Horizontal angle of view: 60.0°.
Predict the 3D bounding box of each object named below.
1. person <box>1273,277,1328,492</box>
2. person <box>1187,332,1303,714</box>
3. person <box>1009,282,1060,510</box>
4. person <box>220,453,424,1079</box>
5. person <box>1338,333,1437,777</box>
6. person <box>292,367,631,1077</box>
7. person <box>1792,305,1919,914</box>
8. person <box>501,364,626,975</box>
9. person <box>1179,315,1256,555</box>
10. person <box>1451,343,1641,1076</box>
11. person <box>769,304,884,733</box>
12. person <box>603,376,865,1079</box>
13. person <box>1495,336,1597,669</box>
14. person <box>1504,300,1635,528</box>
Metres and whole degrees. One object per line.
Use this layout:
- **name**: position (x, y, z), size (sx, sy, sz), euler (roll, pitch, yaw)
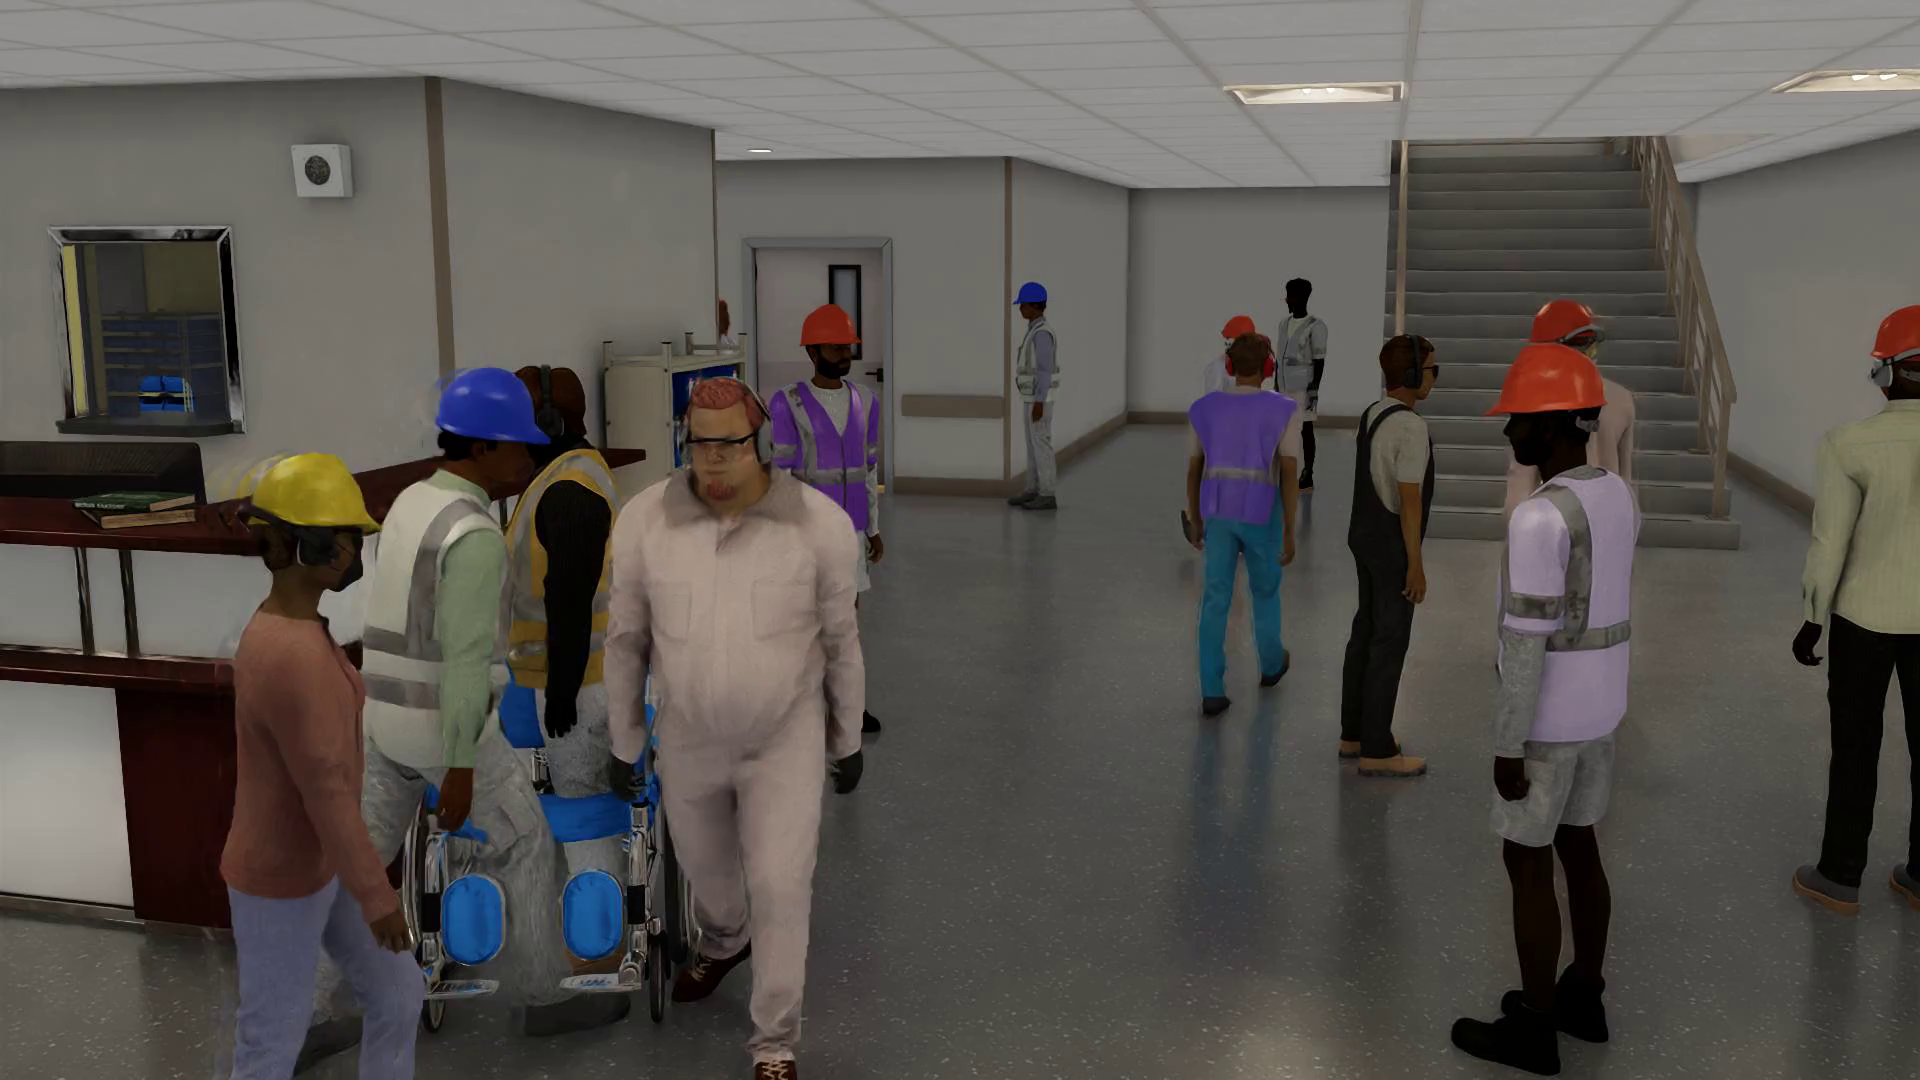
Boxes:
- **person**: position (3.107, -1.432, 15.361), size (0.368, 1.966, 0.603), euler (-6, 11, -32)
- **person**: position (1.368, -0.100, 8.034), size (0.583, 1.788, 0.977), euler (5, 11, 25)
- **person**: position (0.648, -1.225, 14.220), size (0.406, 1.944, 0.618), euler (-1, 10, -5)
- **person**: position (-1.275, 0.693, 3.511), size (0.677, 1.745, 0.520), euler (-1, 10, -8)
- **person**: position (1.800, 0.064, 6.939), size (0.342, 1.838, 0.506), euler (-1, 10, -8)
- **person**: position (-1.411, 0.486, 4.411), size (0.923, 1.876, 0.638), euler (-9, 13, -41)
- **person**: position (3.052, 0.239, 5.436), size (0.610, 1.996, 0.378), euler (1, 10, 3)
- **person**: position (-1.203, 0.387, 5.056), size (0.430, 1.838, 0.623), euler (-3, 10, -16)
- **person**: position (1.915, -0.755, 12.020), size (0.524, 1.735, 0.565), euler (8, 13, 40)
- **person**: position (1.551, 0.447, 4.418), size (0.550, 1.928, 0.389), euler (-9, 13, -44)
- **person**: position (-0.581, -0.074, 7.440), size (0.545, 1.942, 0.351), euler (-7, 12, -34)
- **person**: position (-0.578, 0.480, 4.417), size (0.667, 1.868, 0.865), euler (0, 10, 2)
- **person**: position (3.039, -0.195, 8.460), size (0.404, 1.837, 0.588), euler (-7, 12, -36)
- **person**: position (2.646, -0.049, 7.206), size (0.665, 1.969, 0.580), euler (-3, 10, -17)
